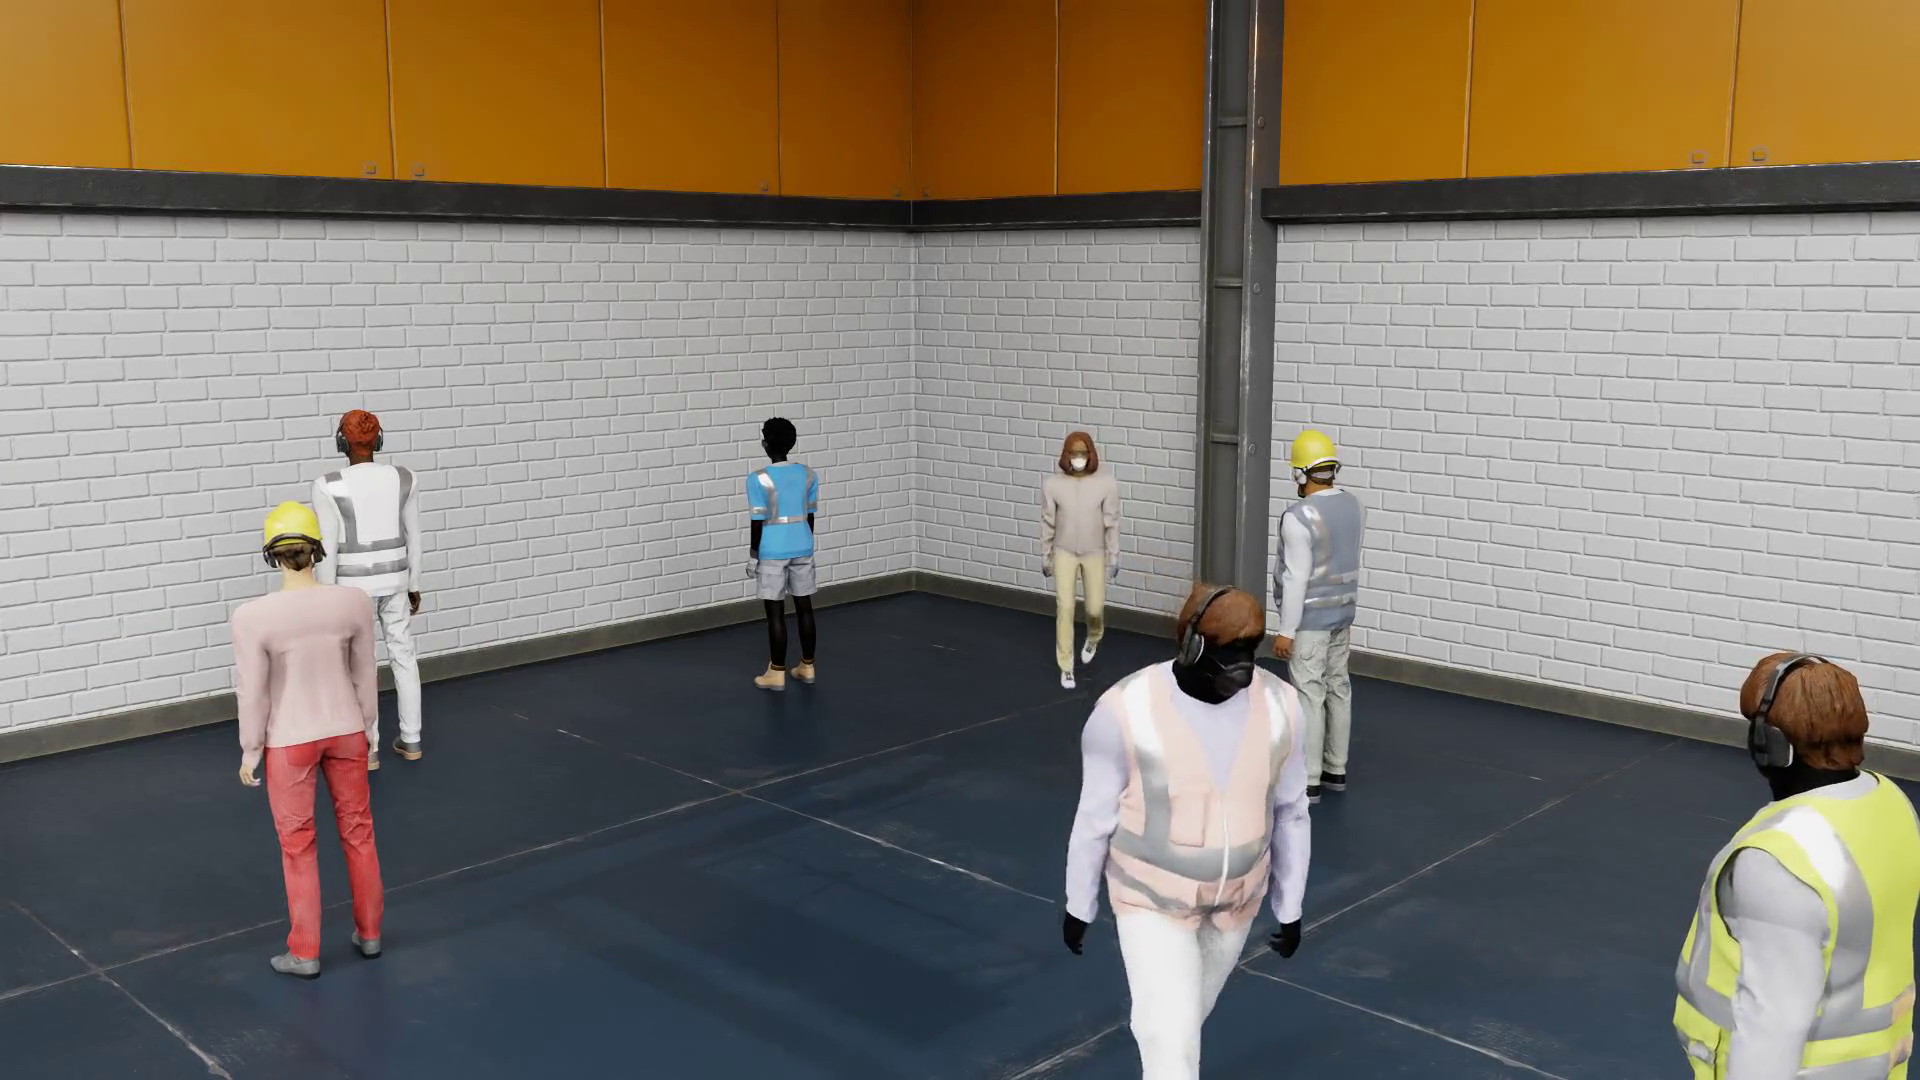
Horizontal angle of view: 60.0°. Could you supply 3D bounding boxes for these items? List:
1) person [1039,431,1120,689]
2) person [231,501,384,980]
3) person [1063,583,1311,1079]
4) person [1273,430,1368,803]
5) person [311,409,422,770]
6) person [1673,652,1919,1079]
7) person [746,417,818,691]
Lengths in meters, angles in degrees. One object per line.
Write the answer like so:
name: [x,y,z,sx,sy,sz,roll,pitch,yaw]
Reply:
person: [0.756,0.096,10.521,0.509,1.616,0.576,1,9,4]
person: [-2.406,0.736,6.150,0.525,1.765,0.329,-9,13,-43]
person: [0.621,0.981,4.591,0.661,1.788,0.986,-3,10,-17]
person: [1.735,0.375,8.168,0.591,1.828,0.404,-9,13,-43]
person: [-3.085,0.260,8.703,0.575,1.883,0.362,-9,13,-43]
person: [1.703,1.139,3.451,0.624,1.841,0.430,-9,13,-43]
person: [-1.103,0.086,10.337,0.535,1.697,0.322,-9,13,-43]
